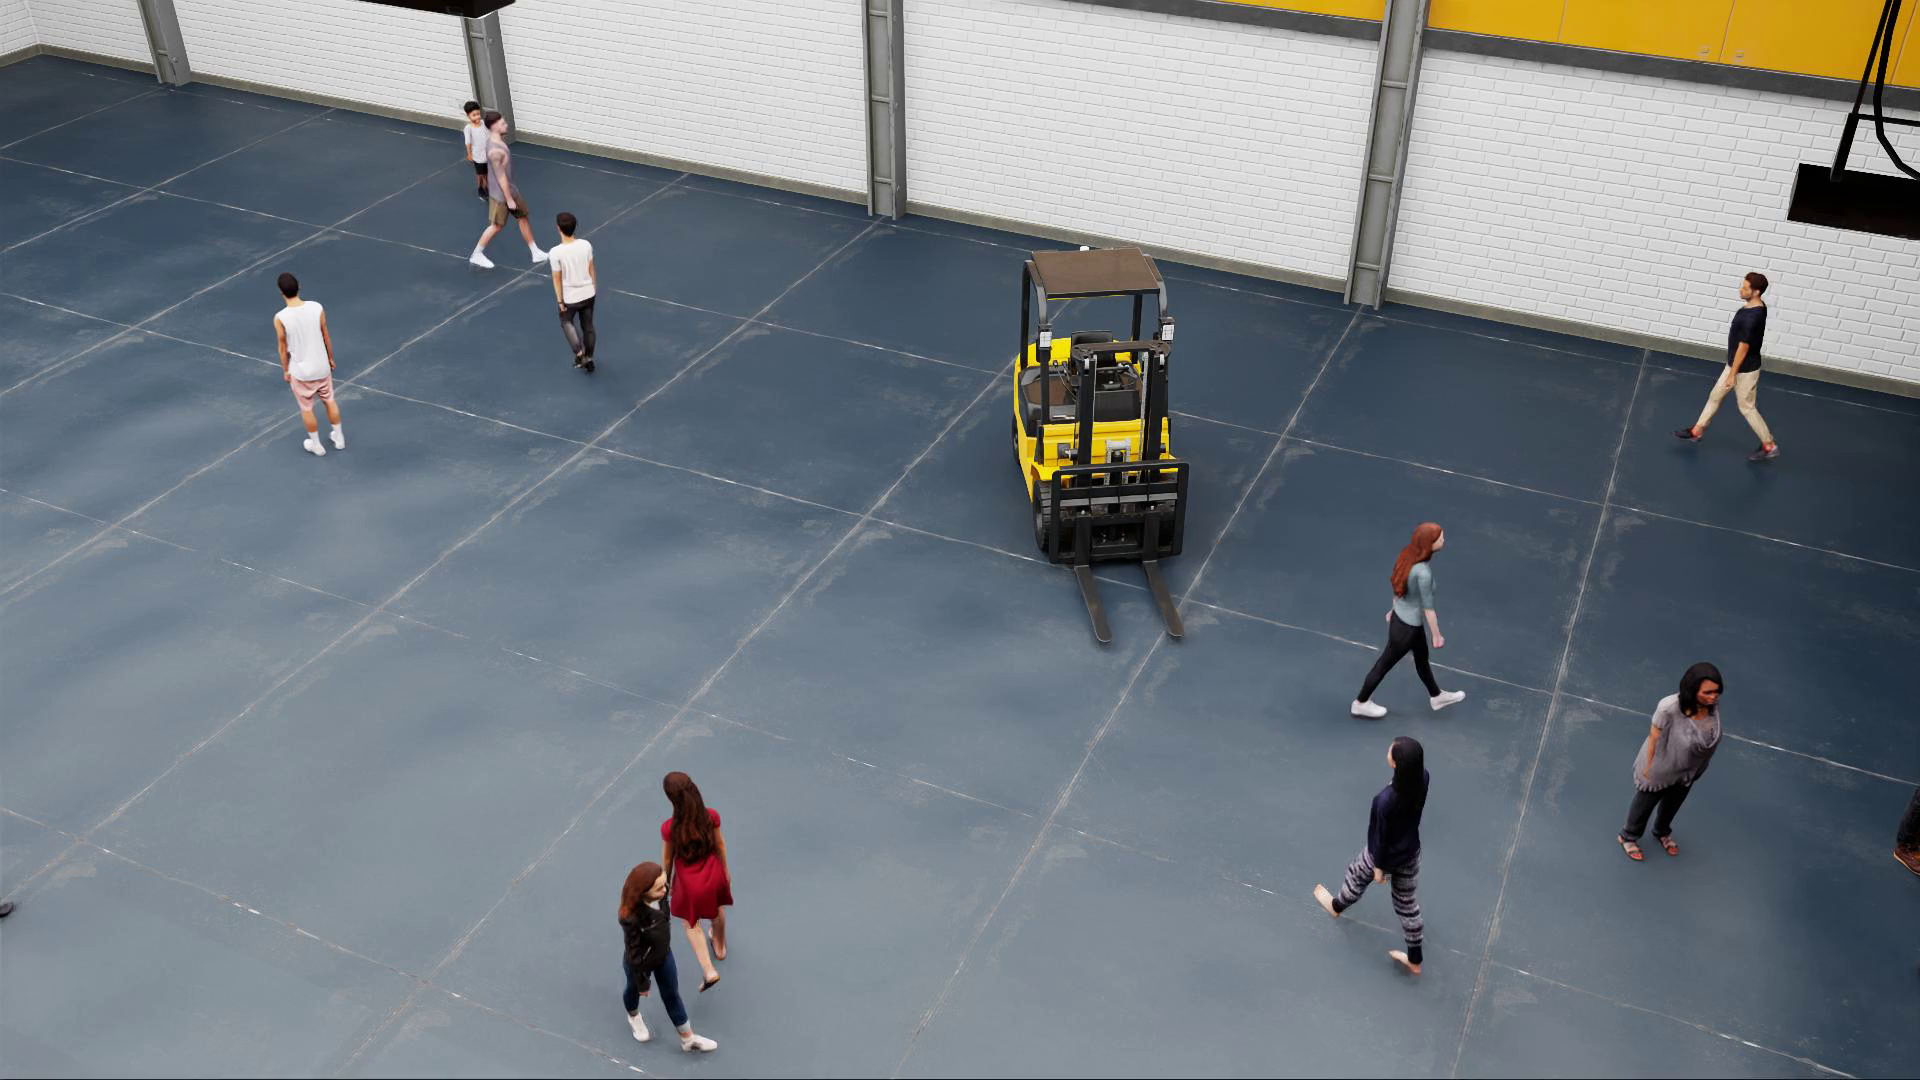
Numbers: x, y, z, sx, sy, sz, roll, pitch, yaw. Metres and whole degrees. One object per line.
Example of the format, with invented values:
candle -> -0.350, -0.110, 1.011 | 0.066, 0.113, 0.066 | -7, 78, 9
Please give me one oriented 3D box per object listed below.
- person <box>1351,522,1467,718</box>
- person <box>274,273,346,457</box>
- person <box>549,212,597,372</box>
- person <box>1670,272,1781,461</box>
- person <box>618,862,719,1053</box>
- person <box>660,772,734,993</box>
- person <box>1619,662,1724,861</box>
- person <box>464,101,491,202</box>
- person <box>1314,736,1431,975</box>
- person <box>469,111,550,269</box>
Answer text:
person -> 3.170, 0.640, 12.119 | 1.144, 1.702, 0.846 | 2, 34, 4
person -> -6.045, -1.619, 15.446 | 0.724, 1.782, 0.711 | -26, 42, -34
person -> -3.848, -2.474, 16.795 | 0.757, 1.711, 0.794 | -20, 39, -28
person -> 7.330, -1.561, 15.335 | 1.176, 1.807, 0.697 | 16, 37, 22
person -> -1.870, 2.391, 9.711 | 0.900, 1.451, 0.647 | 19, 38, 27
person -> -1.593, 2.091, 10.091 | 0.831, 1.529, 0.931 | -13, 36, -19
person -> 4.732, 1.431, 11.016 | 0.774, 1.605, 0.836 | -10, 35, -15
person -> -6.058, -4.903, 20.867 | 0.543, 1.249, 0.531 | 24, 41, 32
person -> 2.718, 1.942, 10.177 | 1.000, 1.682, 1.178 | -19, 38, -26
person -> -5.223, -3.883, 18.679 | 1.279, 1.809, 1.122 | -7, 34, -11
